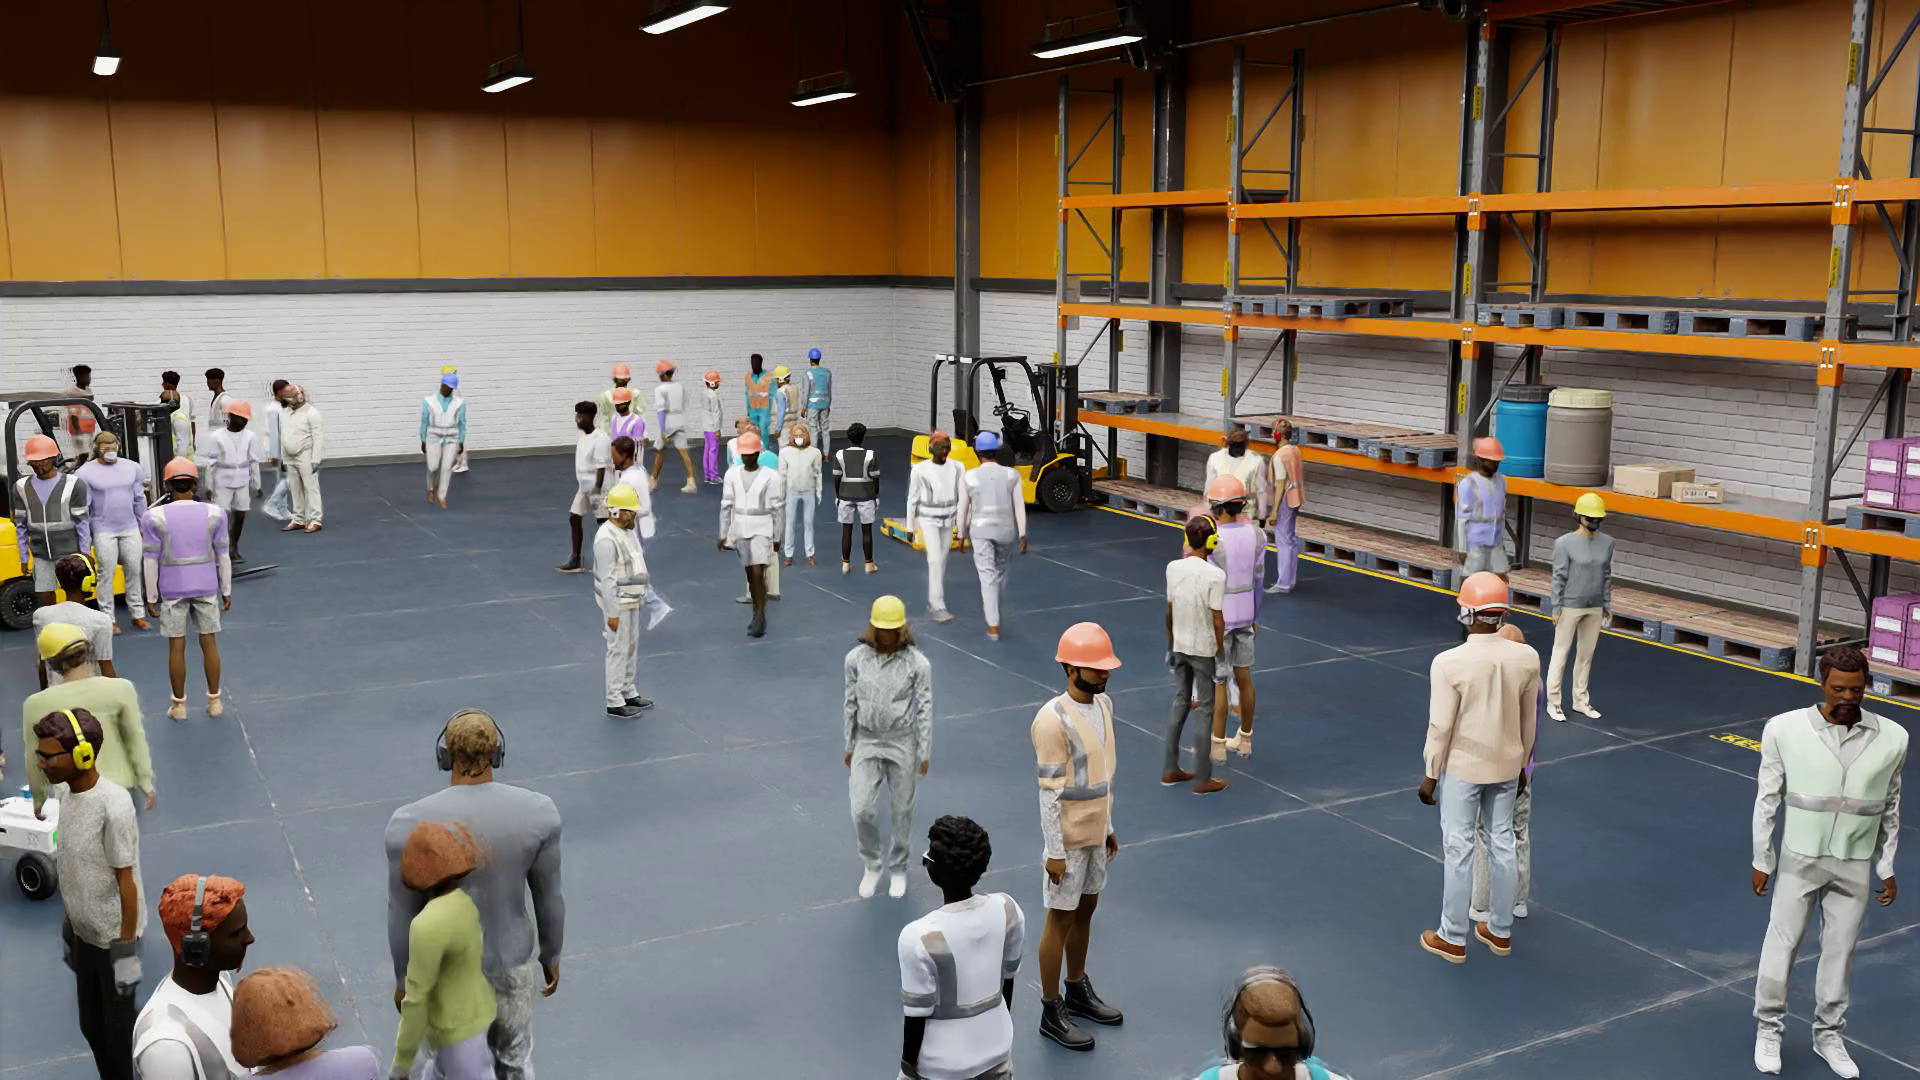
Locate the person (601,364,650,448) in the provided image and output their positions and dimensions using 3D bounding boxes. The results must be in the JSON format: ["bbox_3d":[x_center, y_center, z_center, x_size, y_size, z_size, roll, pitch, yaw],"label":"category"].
[{"bbox_3d":[-4.682,-1.463,23.411,0.613,2.004,0.976,-6,12,-32],"label":"person"}]

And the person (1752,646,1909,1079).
[{"bbox_3d":[3.759,1.385,7.246,0.596,1.916,0.372,1,10,8],"label":"person"}]

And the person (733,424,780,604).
[{"bbox_3d":[-2.060,-0.259,16.949,0.389,1.837,0.562,9,13,42],"label":"person"}]

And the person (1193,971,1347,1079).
[{"bbox_3d":[0.762,1.973,4.141,0.552,1.812,0.836,0,10,2],"label":"person"}]

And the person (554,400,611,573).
[{"bbox_3d":[-4.183,-0.562,18.369,0.789,1.940,0.634,-8,13,-39],"label":"person"}]

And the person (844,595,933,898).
[{"bbox_3d":[-0.396,1.144,9.172,0.506,1.722,0.453,1,10,7],"label":"person"}]

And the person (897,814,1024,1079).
[{"bbox_3d":[-0.008,1.762,5.704,0.535,1.700,0.318,-9,13,-43],"label":"person"}]

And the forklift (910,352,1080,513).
[{"bbox_3d":[0.460,-1.461,22.833,2.313,2.155,1.214,-5,11,-28],"label":"forklift"}]

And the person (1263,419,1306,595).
[{"bbox_3d":[3.402,-0.342,17.402,0.393,1.842,0.564,6,11,29],"label":"person"}]

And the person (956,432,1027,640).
[{"bbox_3d":[0.273,-0.066,15.662,0.627,1.888,0.996,-2,10,-11],"label":"person"}]

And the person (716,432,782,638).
[{"bbox_3d":[-1.983,-0.052,15.554,0.560,1.903,0.819,3,10,17],"label":"person"}]

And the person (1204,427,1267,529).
[{"bbox_3d":[2.874,-0.296,17.327,0.648,1.792,0.927,4,11,23],"label":"person"}]

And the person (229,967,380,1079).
[{"bbox_3d":[-1.823,1.974,4.720,0.605,1.619,0.268,-9,13,-42],"label":"person"}]

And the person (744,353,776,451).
[{"bbox_3d":[-3.315,-2.182,27.842,0.595,1.899,0.539,4,11,22],"label":"person"}]

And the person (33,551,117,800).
[{"bbox_3d":[-5.101,0.995,9.670,0.510,1.861,0.324,1,10,8],"label":"person"}]

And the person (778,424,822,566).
[{"bbox_3d":[-1.823,-0.515,18.999,0.507,1.631,0.266,-1,10,-9],"label":"person"}]

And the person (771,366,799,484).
[{"bbox_3d":[-2.718,-1.781,25.738,0.403,1.826,0.586,3,10,16],"label":"person"}]

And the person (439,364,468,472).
[{"bbox_3d":[-8.260,-1.981,27.091,0.363,1.755,0.543,-5,11,-27],"label":"person"}]

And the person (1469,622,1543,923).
[{"bbox_3d":[2.886,1.243,8.890,0.508,1.629,0.317,-5,11,-27],"label":"person"}]

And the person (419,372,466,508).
[{"bbox_3d":[-7.241,-1.403,23.326,0.635,1.906,0.498,-4,11,-22],"label":"person"}]

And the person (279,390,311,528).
[{"bbox_3d":[-8.574,-1.048,21.540,0.466,1.817,0.640,-2,10,-12],"label":"person"}]

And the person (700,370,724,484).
[{"bbox_3d":[-3.818,-1.747,25.747,0.324,1.752,0.561,-5,11,-28],"label":"person"}]

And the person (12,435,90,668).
[{"bbox_3d":[-7.796,0.105,14.300,0.601,2.035,0.408,-1,10,-7],"label":"person"}]

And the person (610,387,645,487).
[{"bbox_3d":[-4.133,-0.929,20.542,0.545,1.929,0.389,7,12,36],"label":"person"}]

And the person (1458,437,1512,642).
[{"bbox_3d":[4.766,0.011,15.140,0.574,1.918,0.423,-5,11,-27],"label":"person"}]

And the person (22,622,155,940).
[{"bbox_3d":[-4.397,1.276,8.418,0.545,1.713,0.585,-7,12,-35],"label":"person"}]

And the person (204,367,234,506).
[{"bbox_3d":[-10.372,-1.447,23.410,0.366,1.963,0.610,-7,12,-35],"label":"person"}]

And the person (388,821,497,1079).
[{"bbox_3d":[-1.833,1.767,6.020,0.856,1.587,0.505,1,10,3],"label":"person"}]

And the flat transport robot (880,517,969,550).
[{"bbox_3d":[-0.453,-0.106,20.560,0.652,0.197,1.431,-4,11,-21],"label":"flat transport robot"}]

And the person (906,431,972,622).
[{"bbox_3d":[-0.154,-0.130,16.169,0.606,1.846,0.882,-6,11,-30],"label":"person"}]

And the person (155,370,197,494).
[{"bbox_3d":[-10.741,-1.339,22.785,0.363,1.966,0.600,5,11,26],"label":"person"}]

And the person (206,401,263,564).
[{"bbox_3d":[-8.303,-0.644,19.004,0.617,1.890,0.475,-9,14,-44],"label":"person"}]

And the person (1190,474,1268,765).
[{"bbox_3d":[1.856,0.553,11.669,0.605,2.045,0.382,-6,12,-31],"label":"person"}]

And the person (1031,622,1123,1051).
[{"bbox_3d":[0.555,1.320,7.559,0.356,1.938,0.543,6,12,33],"label":"person"}]

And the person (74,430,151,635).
[{"bbox_3d":[-7.941,-0.071,15.607,0.374,1.929,0.635,8,13,39],"label":"person"}]

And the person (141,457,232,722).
[{"bbox_3d":[-5.906,0.377,12.743,0.611,2.030,0.410,-7,12,-34],"label":"person"}]

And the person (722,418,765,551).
[{"bbox_3d":[-2.579,-0.672,19.998,0.538,1.585,0.851,3,10,19],"label":"person"}]

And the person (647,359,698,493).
[{"bbox_3d":[-4.325,-1.695,24.810,1.066,1.990,0.614,8,13,40],"label":"person"}]

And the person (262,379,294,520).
[{"bbox_3d":[-9.037,-1.190,22.128,0.444,1.902,0.589,-3,10,-17],"label":"person"}]

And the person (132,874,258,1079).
[{"bbox_3d":[-2.113,1.848,4.695,0.358,1.880,0.575,-2,10,-11],"label":"person"}]

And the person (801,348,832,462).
[{"bbox_3d":[-2.435,-2.273,28.216,0.602,1.949,0.387,-9,13,-41],"label":"person"}]

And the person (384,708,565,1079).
[{"bbox_3d":[-1.775,1.571,6.153,0.637,1.930,0.373,-5,11,-27],"label":"person"}]

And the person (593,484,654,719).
[{"bbox_3d":[-2.601,0.469,12.809,0.403,1.818,0.606,1,10,6],"label":"person"}]

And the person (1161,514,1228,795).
[{"bbox_3d":[1.568,0.755,11.075,0.348,1.855,0.517,-9,13,-41],"label":"person"}]

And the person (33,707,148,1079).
[{"bbox_3d":[-3.337,1.553,6.465,0.528,1.855,0.324,8,12,38],"label":"person"}]

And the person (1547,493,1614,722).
[{"bbox_3d":[4.760,0.511,12.710,0.533,1.767,0.327,-3,10,-16],"label":"person"}]

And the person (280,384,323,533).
[{"bbox_3d":[-8.438,-1.038,21.249,0.638,1.902,0.406,5,11,25],"label":"person"}]

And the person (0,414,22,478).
[{"bbox_3d":[-11.984,-0.932,20.717,0.327,1.874,0.517,9,14,43],"label":"person"}]

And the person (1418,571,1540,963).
[{"bbox_3d":[2.610,1.144,8.405,0.610,1.996,0.379,-3,10,-16],"label":"person"}]

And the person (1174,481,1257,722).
[{"bbox_3d":[1.964,0.450,12.731,0.370,1.894,0.739,-9,14,-43],"label":"person"}]

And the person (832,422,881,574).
[{"bbox_3d":[-1.143,-0.461,18.509,0.540,1.696,0.314,1,10,7],"label":"person"}]

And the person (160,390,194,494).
[{"bbox_3d":[-9.957,-0.984,21.103,0.429,1.845,0.622,-7,12,-35],"label":"person"}]

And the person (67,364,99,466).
[{"bbox_3d":[-12.817,-1.611,24.386,0.430,1.948,0.650,0,10,-2],"label":"person"}]

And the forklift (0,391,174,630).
[{"bbox_3d":[-9.026,-0.363,16.508,1.214,2.155,2.313,6,11,29],"label":"forklift"}]

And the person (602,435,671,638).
[{"bbox_3d":[-3.041,-0.028,15.411,0.523,1.898,0.619,-1,10,-5],"label":"person"}]
